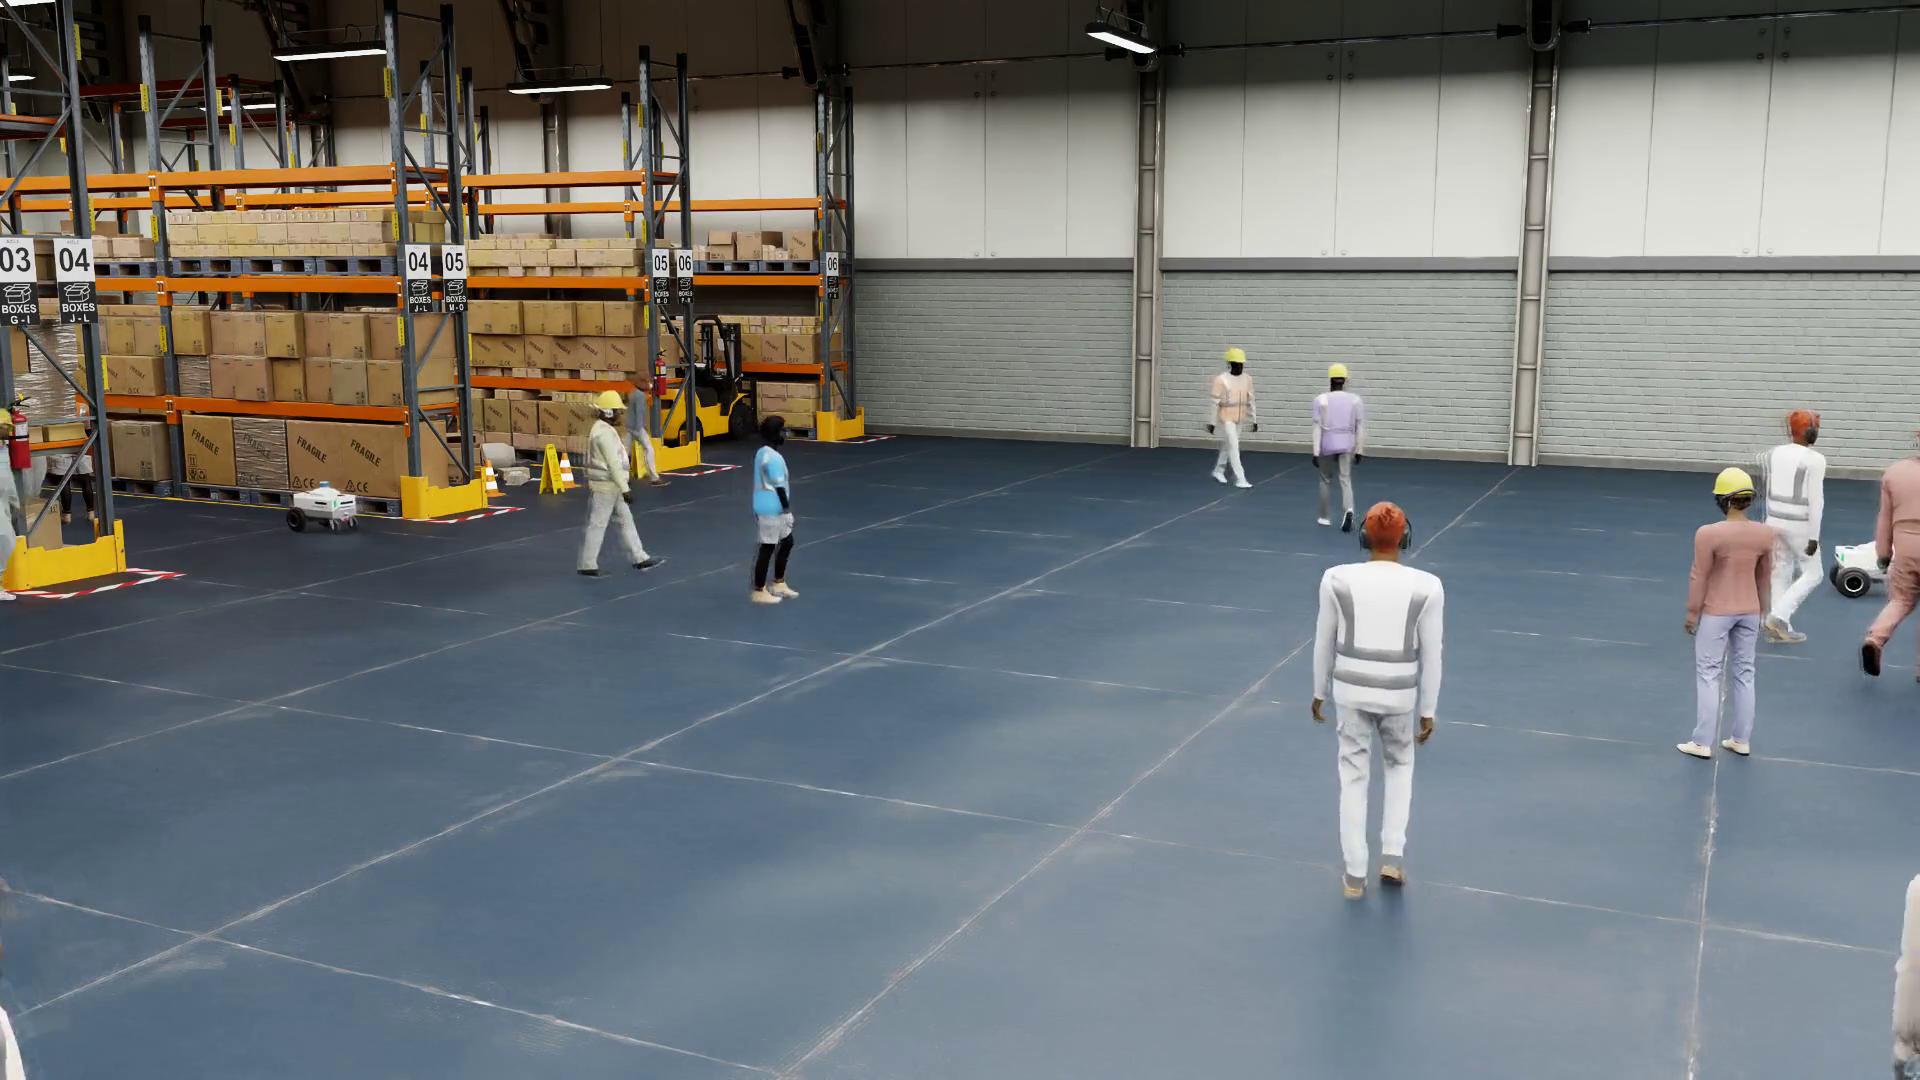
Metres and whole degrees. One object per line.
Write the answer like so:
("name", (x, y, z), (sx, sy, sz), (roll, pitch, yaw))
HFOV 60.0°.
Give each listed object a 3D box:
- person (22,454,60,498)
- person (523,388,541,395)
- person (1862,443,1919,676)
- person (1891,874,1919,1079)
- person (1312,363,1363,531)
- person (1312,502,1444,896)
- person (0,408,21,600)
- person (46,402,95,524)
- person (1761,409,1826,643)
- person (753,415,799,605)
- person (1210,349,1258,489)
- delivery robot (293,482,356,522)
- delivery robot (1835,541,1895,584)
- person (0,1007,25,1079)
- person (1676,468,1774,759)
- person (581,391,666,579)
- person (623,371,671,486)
("person", (-9.933, -0.895, 17.751), (0.472, 1.923, 0.659), (5, 10, 27))
("person", (-7.308, -2.577, 27.909), (0.639, 1.983, 0.401), (-9, 13, -44))
("person", (6.801, 0.101, 11.761), (0.661, 1.889, 0.658), (-5, 11, -28))
("person", (2.845, 1.428, 4.498), (0.577, 1.609, 0.431), (4, 10, 25))
("person", (4.284, -1.056, 18.844), (0.595, 1.897, 0.852), (-1, 9, -3))
("person", (1.966, 0.746, 7.887), (0.587, 1.867, 0.523), (2, 10, 13))
("person", (-8.534, -0.309, 14.766), (0.419, 1.715, 0.511), (-1, 9, -3))
("person", (-10.320, -1.029, 19.288), (0.531, 1.692, 0.320), (-9, 13, -42))
("person", (6.518, -0.092, 13.012), (0.424, 1.872, 0.578), (-3, 10, -18))
("person", (-1.580, -0.258, 14.586), (0.569, 1.671, 0.546), (-3, 10, -17))
("person", (3.706, -1.669, 22.648), (0.614, 1.885, 0.980), (-5, 11, -28))
("delivery robot", (-7.144, -0.414, 18.705), (0.707, 0.478, 0.477), (5, 10, 27))
("delivery robot", (8.306, 0.190, 15.004), (0.707, 0.478, 0.477), (3, 10, 20))
("person", (-2.269, 1.531, 3.789), (0.391, 1.624, 0.534), (-6, 11, -33))
("person", (4.630, 0.442, 10.061), (0.523, 1.761, 0.331), (-2, 9, -11))
("person", (-3.234, -0.519, 15.849), (0.885, 1.793, 0.599), (-2, 9, -12))
("person", (-4.373, -1.498, 22.560), (0.766, 1.562, 0.528), (-3, 10, -20))
